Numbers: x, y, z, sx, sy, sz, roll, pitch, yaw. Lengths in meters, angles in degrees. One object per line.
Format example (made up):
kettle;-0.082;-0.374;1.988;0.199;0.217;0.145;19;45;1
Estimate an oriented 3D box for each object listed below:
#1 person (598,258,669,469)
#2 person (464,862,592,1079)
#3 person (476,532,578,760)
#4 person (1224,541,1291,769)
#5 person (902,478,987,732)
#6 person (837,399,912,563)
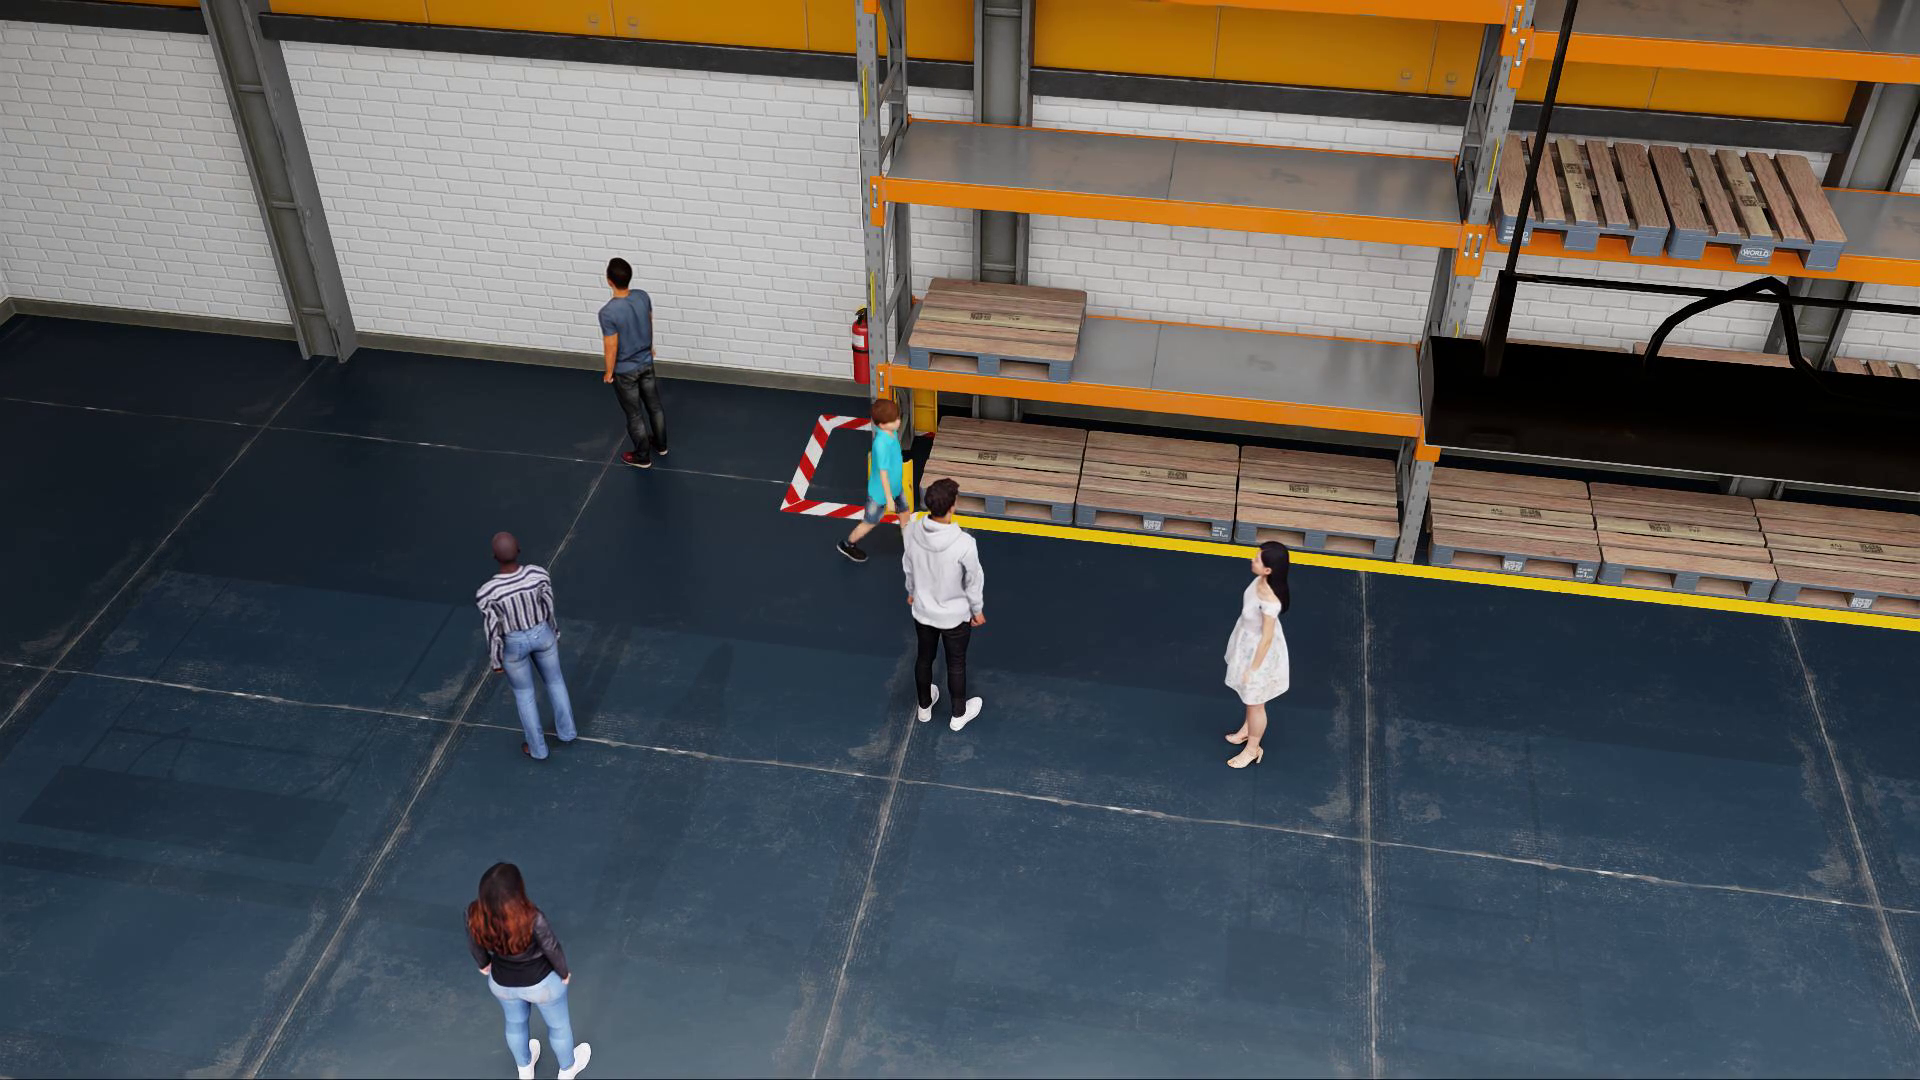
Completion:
person;-2.547;-1.382;12.959;0.717;1.810;0.734;26;46;29
person;-2.239;2.237;8.568;0.496;1.635;0.698;5;39;6
person;-2.702;0.669;10.403;0.689;1.796;0.741;-25;45;-28
person;1.852;0.713;10.365;0.627;1.775;0.643;5;39;6
person;-0.119;0.418;10.610;0.597;1.929;0.793;14;41;17
person;-0.614;-0.405;12.048;0.957;1.420;0.546;8;39;10
